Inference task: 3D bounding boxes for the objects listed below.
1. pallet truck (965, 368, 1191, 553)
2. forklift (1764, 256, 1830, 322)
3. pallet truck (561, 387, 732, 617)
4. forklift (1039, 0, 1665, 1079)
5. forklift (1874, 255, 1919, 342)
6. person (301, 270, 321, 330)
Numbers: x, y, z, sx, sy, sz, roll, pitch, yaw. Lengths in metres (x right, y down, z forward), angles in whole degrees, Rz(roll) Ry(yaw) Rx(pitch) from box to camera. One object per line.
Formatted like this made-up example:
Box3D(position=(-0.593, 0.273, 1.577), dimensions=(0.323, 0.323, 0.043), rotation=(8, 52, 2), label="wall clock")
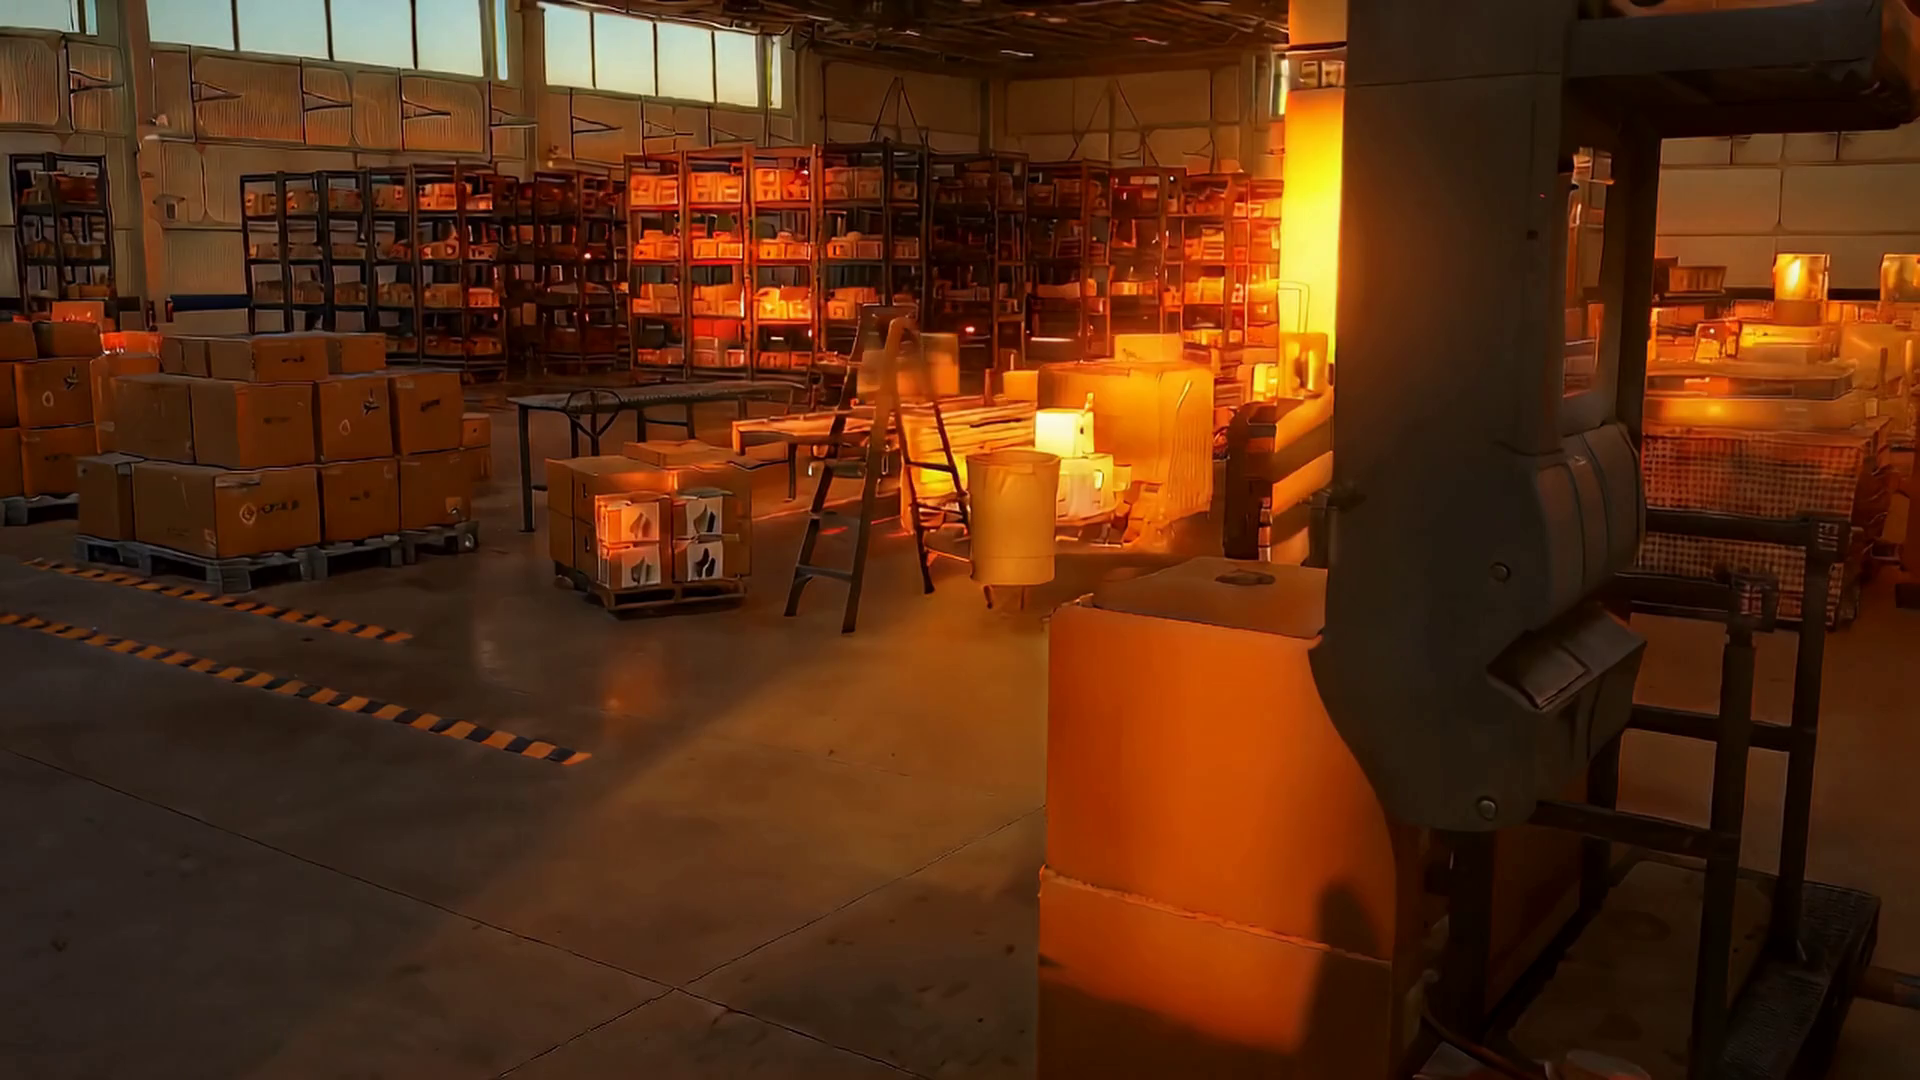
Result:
Box3D(position=(0.845, -0.609, 11.869), dimensions=(1.630, 1.274, 0.653), rotation=(7, 12, 35), label="pallet truck")
Box3D(position=(20.253, -5.854, 40.139), dimensions=(1.157, 1.987, 2.680), rotation=(7, 12, 35), label="forklift")
Box3D(position=(-1.981, -0.274, 10.088), dimensions=(0.680, 1.201, 1.601), rotation=(-5, 11, -28), label="pallet truck")
Box3D(position=(1.249, -0.137, 4.360), dimensions=(1.873, 2.768, 1.129), rotation=(7, 12, 35), label="forklift")
Box3D(position=(22.089, -5.634, 38.796), dimensions=(1.157, 1.987, 2.680), rotation=(6, 11, 33), label="forklift")
Box3D(position=(-13.246, -4.596, 33.994), dimensions=(0.386, 1.845, 0.564), rotation=(-1, 10, -8), label="person")
